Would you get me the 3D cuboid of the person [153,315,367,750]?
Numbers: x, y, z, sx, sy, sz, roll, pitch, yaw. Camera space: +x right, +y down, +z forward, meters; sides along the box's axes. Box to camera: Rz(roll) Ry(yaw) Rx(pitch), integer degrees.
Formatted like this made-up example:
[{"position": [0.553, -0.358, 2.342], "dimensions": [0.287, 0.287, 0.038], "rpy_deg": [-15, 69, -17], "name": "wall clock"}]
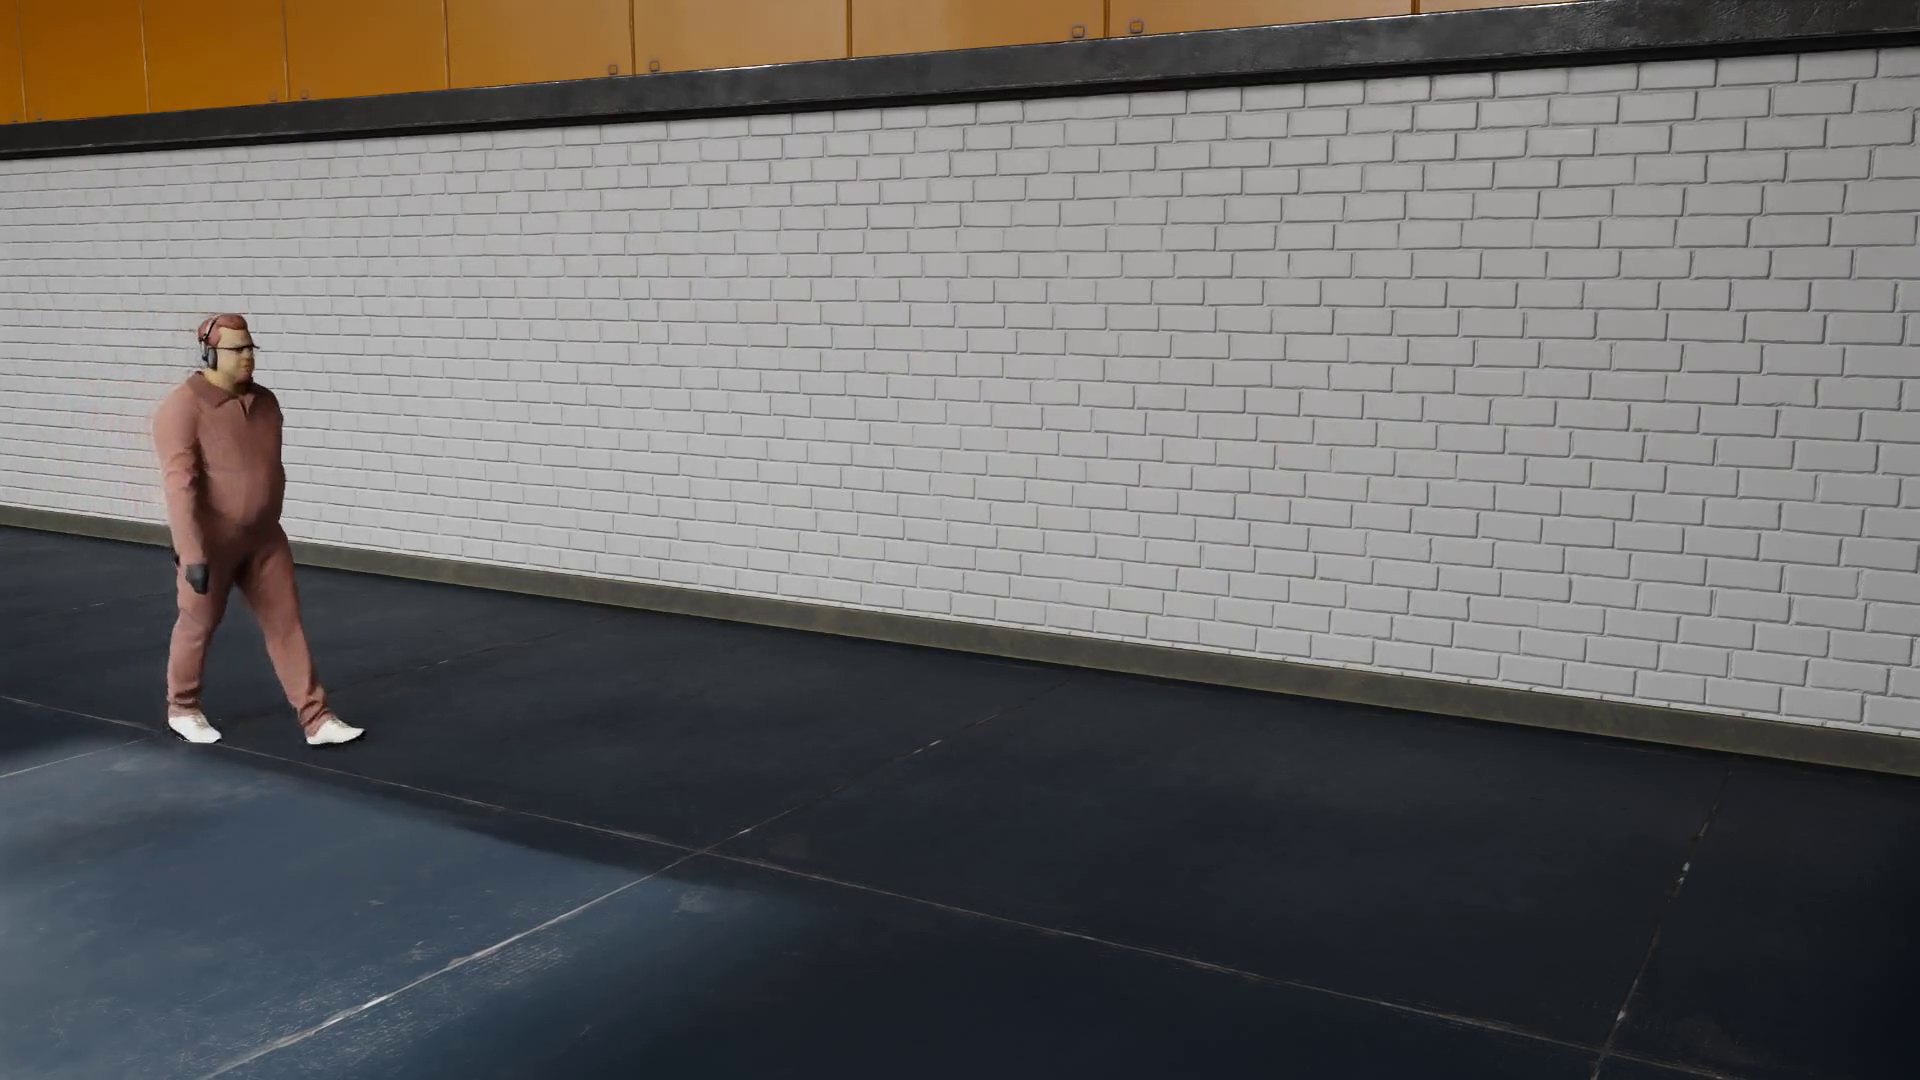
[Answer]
[{"position": [-3.044, -0.014, 7.005], "dimensions": [1.016, 1.854, 0.665], "rpy_deg": [4, 10, 24], "name": "person"}]
